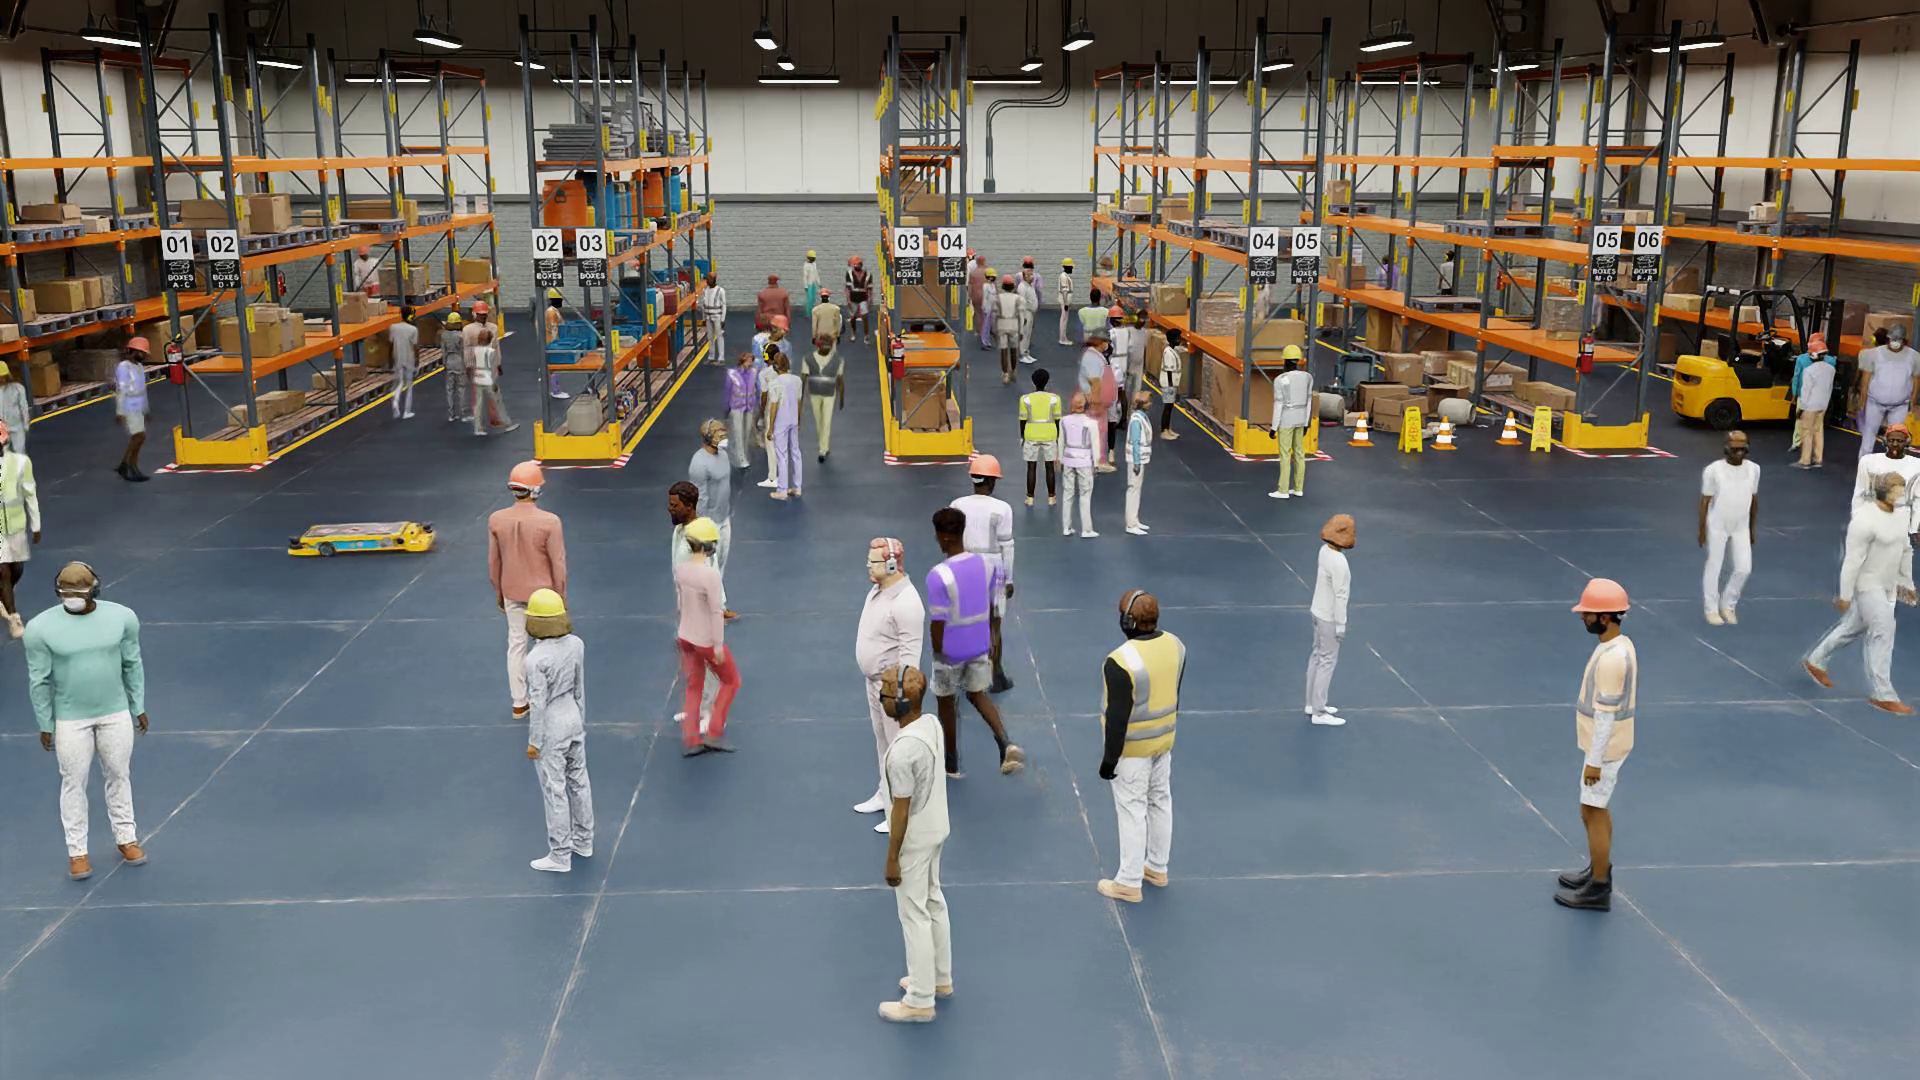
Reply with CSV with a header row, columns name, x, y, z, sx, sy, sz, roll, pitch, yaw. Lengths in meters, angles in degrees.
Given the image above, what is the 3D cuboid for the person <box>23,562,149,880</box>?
name,x,y,z,sx,sy,sz,roll,pitch,yaw
person,-5.219,1.059,10.012,0.629,1.934,0.376,-10,17,-37

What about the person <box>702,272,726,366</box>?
name,x,y,z,sx,sy,sz,roll,pitch,yaw
person,-4.954,-4.447,33.440,0.584,1.882,0.337,9,16,34

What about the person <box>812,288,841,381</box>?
name,x,y,z,sx,sy,sz,roll,pitch,yaw
person,-2.508,-3.838,31.164,0.563,1.742,0.339,-4,14,-18

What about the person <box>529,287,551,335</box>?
name,x,y,z,sx,sy,sz,roll,pitch,yaw
person,-8.495,-4.472,33.897,0.538,1.718,0.902,-4,14,-15

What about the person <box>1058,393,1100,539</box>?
name,x,y,z,sx,sy,sz,roll,pitch,yaw
person,1.334,-0.832,18.656,0.523,1.636,0.310,9,16,34

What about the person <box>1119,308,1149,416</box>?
name,x,y,z,sx,sy,sz,roll,pitch,yaw
person,2.726,-2.768,26.432,0.555,1.842,0.691,-5,14,-22

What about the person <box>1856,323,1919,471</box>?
name,x,y,z,sx,sy,sz,roll,pitch,yaw
person,12.482,-1.907,22.346,0.688,2.000,0.536,6,15,25

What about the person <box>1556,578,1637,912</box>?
name,x,y,z,sx,sy,sz,roll,pitch,yaw
person,3.669,1.167,9.581,0.390,1.922,0.554,6,14,23

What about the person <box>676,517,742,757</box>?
name,x,y,z,sx,sy,sz,roll,pitch,yaw
person,-1.798,0.697,11.918,0.444,1.749,0.544,-12,18,-42

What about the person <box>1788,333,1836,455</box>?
name,x,y,z,sx,sy,sz,roll,pitch,yaw
person,12.172,-2.095,23.786,0.359,1.743,0.562,-12,18,-41

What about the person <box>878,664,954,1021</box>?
name,x,y,z,sx,sy,sz,roll,pitch,yaw
person,-0.233,1.506,8.333,0.342,1.838,0.505,4,14,18

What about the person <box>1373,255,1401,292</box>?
name,x,y,z,sx,sy,sz,roll,pitch,yaw
person,10.142,-5.867,39.608,0.656,1.823,0.432,-3,14,-12

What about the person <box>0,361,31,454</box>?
name,x,y,z,sx,sy,sz,roll,pitch,yaw
person,-11.983,-1.415,20.956,0.492,1.718,0.520,-9,16,-33

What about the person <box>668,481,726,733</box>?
name,x,y,z,sx,sy,sz,roll,pitch,yaw
person,-1.971,0.490,12.483,0.397,1.910,0.587,-6,15,-25

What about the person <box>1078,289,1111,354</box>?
name,x,y,z,sx,sy,sz,roll,pitch,yaw
person,2.340,-3.402,28.942,0.593,1.920,0.391,3,14,14

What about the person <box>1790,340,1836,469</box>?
name,x,y,z,sx,sy,sz,roll,pitch,yaw
person,11.641,-1.848,22.717,0.571,1.747,0.345,-7,15,-26

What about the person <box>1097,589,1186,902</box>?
name,x,y,z,sx,sy,sz,roll,pitch,yaw
person,1.027,1.187,9.666,0.430,1.844,0.624,13,18,43

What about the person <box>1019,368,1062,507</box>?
name,x,y,z,sx,sy,sz,roll,pitch,yaw
person,0.978,-1.238,20.251,0.532,1.697,0.319,0,13,-1

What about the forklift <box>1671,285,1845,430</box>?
name,x,y,z,sx,sy,sz,roll,pitch,yaw
forklift,12.503,-2.886,26.166,2.313,2.155,1.214,-1,13,-3

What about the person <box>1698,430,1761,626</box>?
name,x,y,z,sx,sy,sz,roll,pitch,yaw
person,6.984,-0.096,15.119,0.543,1.826,0.489,1,13,3

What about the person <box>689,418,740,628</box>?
name,x,y,z,sx,sy,sz,roll,pitch,yaw
person,-2.257,-0.156,15.179,0.367,1.932,0.622,3,14,13

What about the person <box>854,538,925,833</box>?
name,x,y,z,sx,sy,sz,roll,pitch,yaw
person,-0.467,0.916,10.674,0.408,1.908,0.645,-5,14,-22

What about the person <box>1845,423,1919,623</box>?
name,x,y,z,sx,sy,sz,roll,pitch,yaw
person,8.443,-0.135,15.181,0.574,1.882,0.356,7,15,26

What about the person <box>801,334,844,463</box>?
name,x,y,z,sx,sy,sz,roll,pitch,yaw
person,-1.928,-1.986,23.240,0.610,1.769,0.989,1,13,4

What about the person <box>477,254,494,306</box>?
name,x,y,z,sx,sy,sz,roll,pitch,yaw
person,-11.418,-5.992,40.155,0.577,1.812,0.928,-11,17,-40

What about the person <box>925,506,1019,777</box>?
name,x,y,z,sx,sy,sz,roll,pitch,yaw
person,0.060,0.734,11.370,0.609,1.943,0.677,-11,17,-38

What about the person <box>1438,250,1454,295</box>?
name,x,y,z,sx,sy,sz,roll,pitch,yaw
person,11.952,-6.148,40.706,0.514,1.860,0.315,-4,14,-15

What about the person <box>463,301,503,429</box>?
name,x,y,z,sx,sy,sz,roll,pitch,yaw
person,-7.411,-2.722,25.896,0.625,1.992,0.388,-12,18,-42

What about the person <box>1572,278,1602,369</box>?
name,x,y,z,sx,sy,sz,roll,pitch,yaw
person,12.271,-4.237,32.690,0.611,1.817,0.489,2,13,9

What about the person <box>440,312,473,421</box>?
name,x,y,z,sx,sy,sz,roll,pitch,yaw
person,-8.053,-2.769,26.637,0.491,1.744,0.295,5,14,19

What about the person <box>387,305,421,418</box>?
name,x,y,z,sx,sy,sz,roll,pitch,yaw
person,-8.971,-2.858,26.810,0.585,1.834,0.462,2,13,8

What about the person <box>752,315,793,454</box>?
name,x,y,z,sx,sy,sz,roll,pitch,yaw
person,-2.632,-2.181,23.574,0.626,2.007,0.440,-9,16,-32

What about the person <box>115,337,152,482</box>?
name,x,y,z,sx,sy,sz,roll,pitch,yaw
person,-10.781,-1.694,21.755,0.466,1.893,0.637,0,13,1
